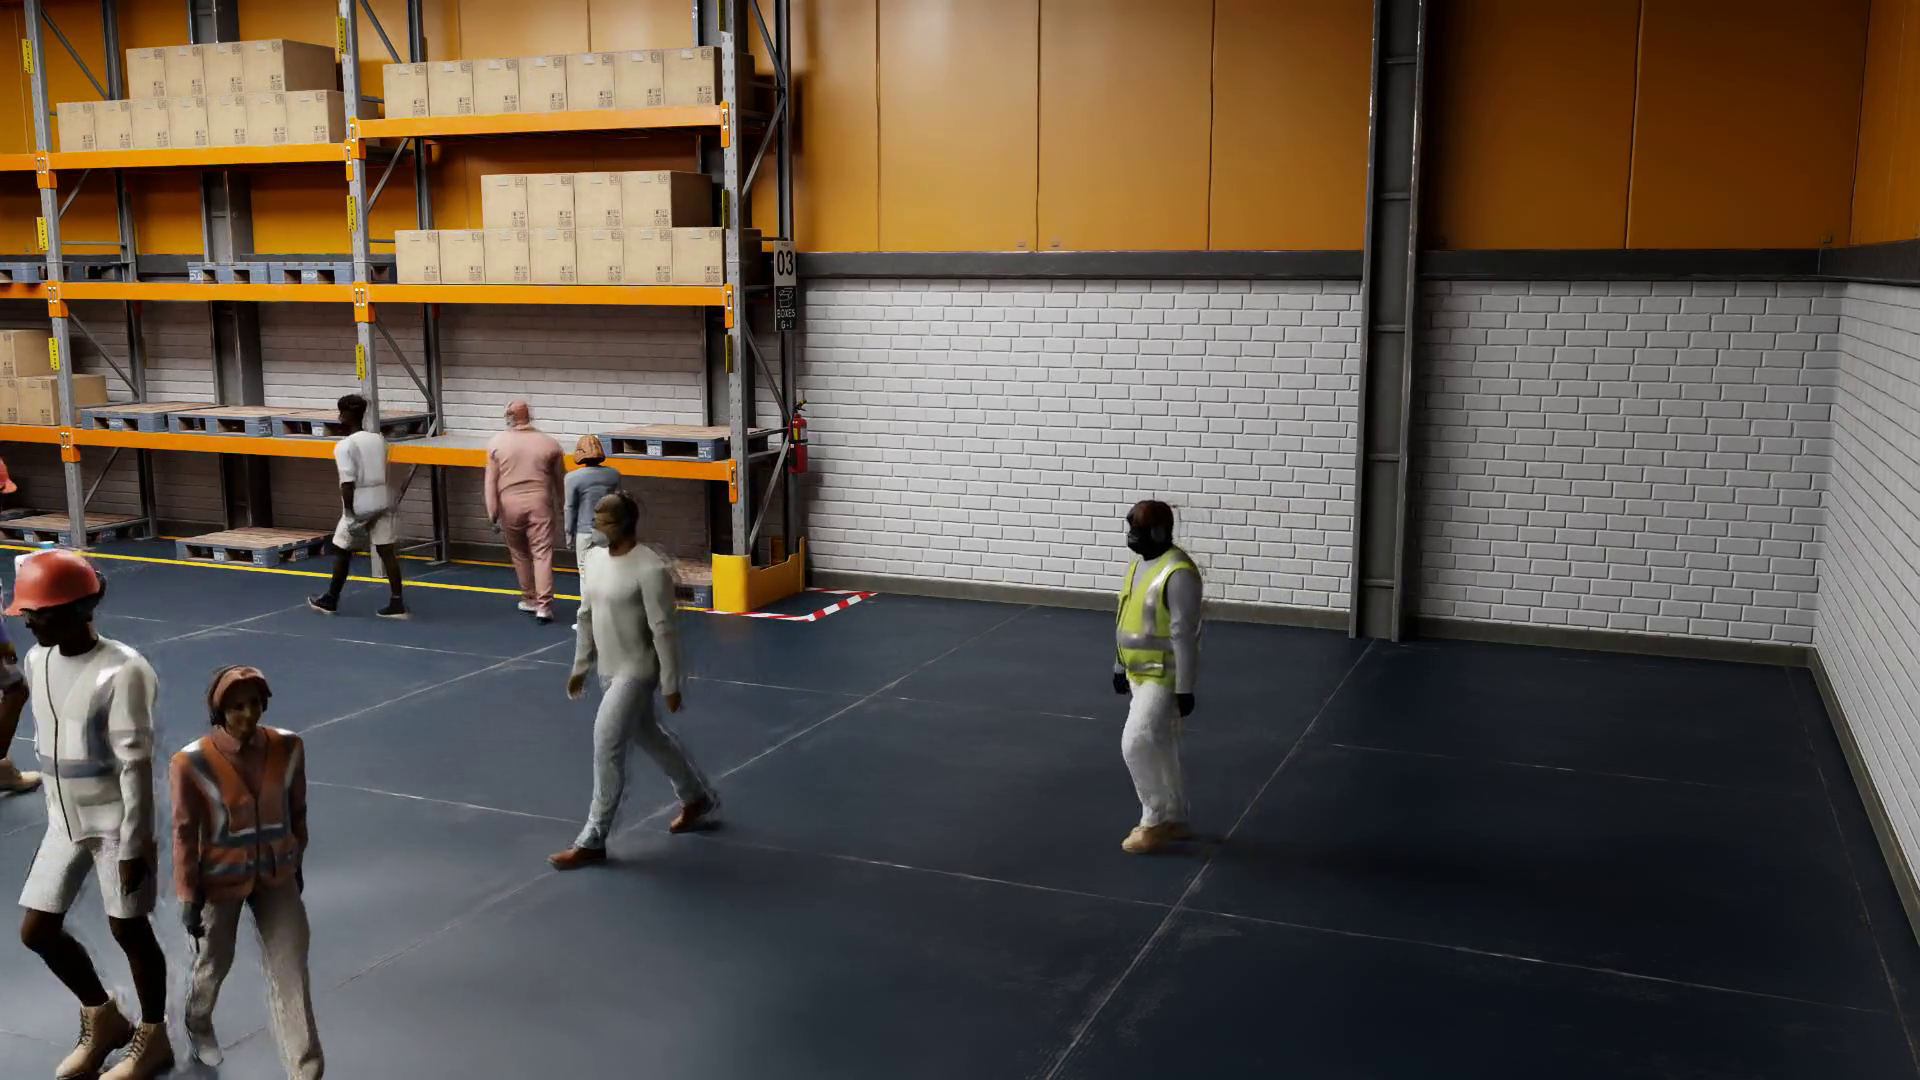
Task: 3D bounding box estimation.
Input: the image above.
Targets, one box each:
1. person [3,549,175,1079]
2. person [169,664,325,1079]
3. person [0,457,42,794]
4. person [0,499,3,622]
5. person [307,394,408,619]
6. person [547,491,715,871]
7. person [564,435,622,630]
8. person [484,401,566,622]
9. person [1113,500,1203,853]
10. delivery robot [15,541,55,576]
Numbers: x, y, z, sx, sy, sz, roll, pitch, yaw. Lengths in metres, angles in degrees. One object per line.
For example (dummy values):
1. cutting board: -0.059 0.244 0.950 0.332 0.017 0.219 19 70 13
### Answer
1. person: -3.134 1.026 5.991 0.625 2.020 0.523 4 10 22
2. person: -2.617 1.226 6.060 0.516 1.599 0.863 -9 13 -43
3. person: -5.485 0.493 9.300 0.593 2.004 0.634 -7 12 -36
4. person: -8.083 -0.191 13.448 0.392 1.991 0.613 7 12 35
5. person: -5.170 -0.282 14.210 0.981 1.918 0.613 4 10 25
6. person: -1.665 0.674 8.537 1.019 1.898 0.630 -8 12 -40
7. person: -3.023 -0.054 13.728 0.500 1.628 0.277 -6 11 -33
8. person: -3.663 -0.238 14.120 0.724 1.866 0.796 -2 10 -15
9. person: 0.964 0.698 8.574 0.561 1.821 0.654 -3 10 -15
10. delivery robot: -8.098 0.256 14.797 0.707 0.478 0.477 7 12 38
